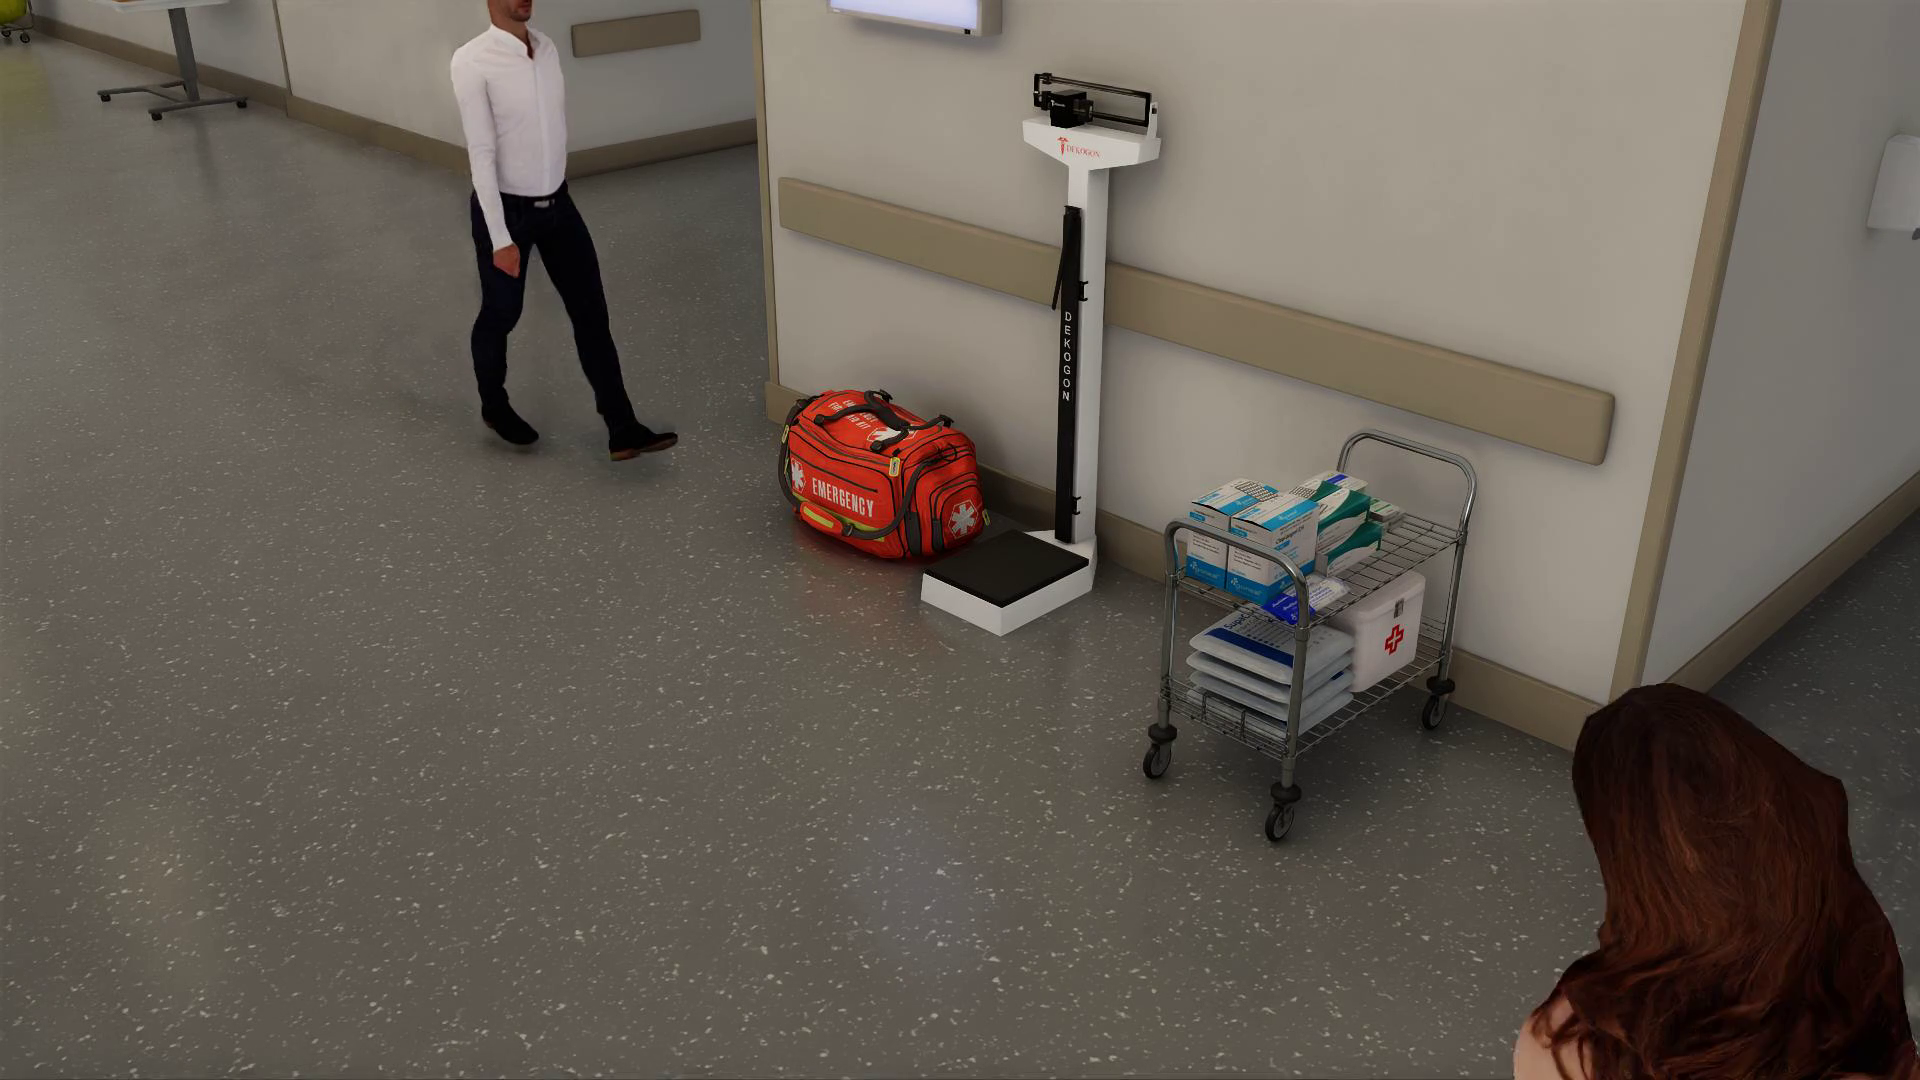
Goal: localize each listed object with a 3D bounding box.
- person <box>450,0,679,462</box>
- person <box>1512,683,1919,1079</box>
[{"bbox_3d":[-1.610,-1.157,5.921,1.250,1.820,0.760,18,31,33],"label":"person"},{"bbox_3d":[0.709,0.984,1.601,0.802,1.715,0.479,-14,29,-26],"label":"person"}]
